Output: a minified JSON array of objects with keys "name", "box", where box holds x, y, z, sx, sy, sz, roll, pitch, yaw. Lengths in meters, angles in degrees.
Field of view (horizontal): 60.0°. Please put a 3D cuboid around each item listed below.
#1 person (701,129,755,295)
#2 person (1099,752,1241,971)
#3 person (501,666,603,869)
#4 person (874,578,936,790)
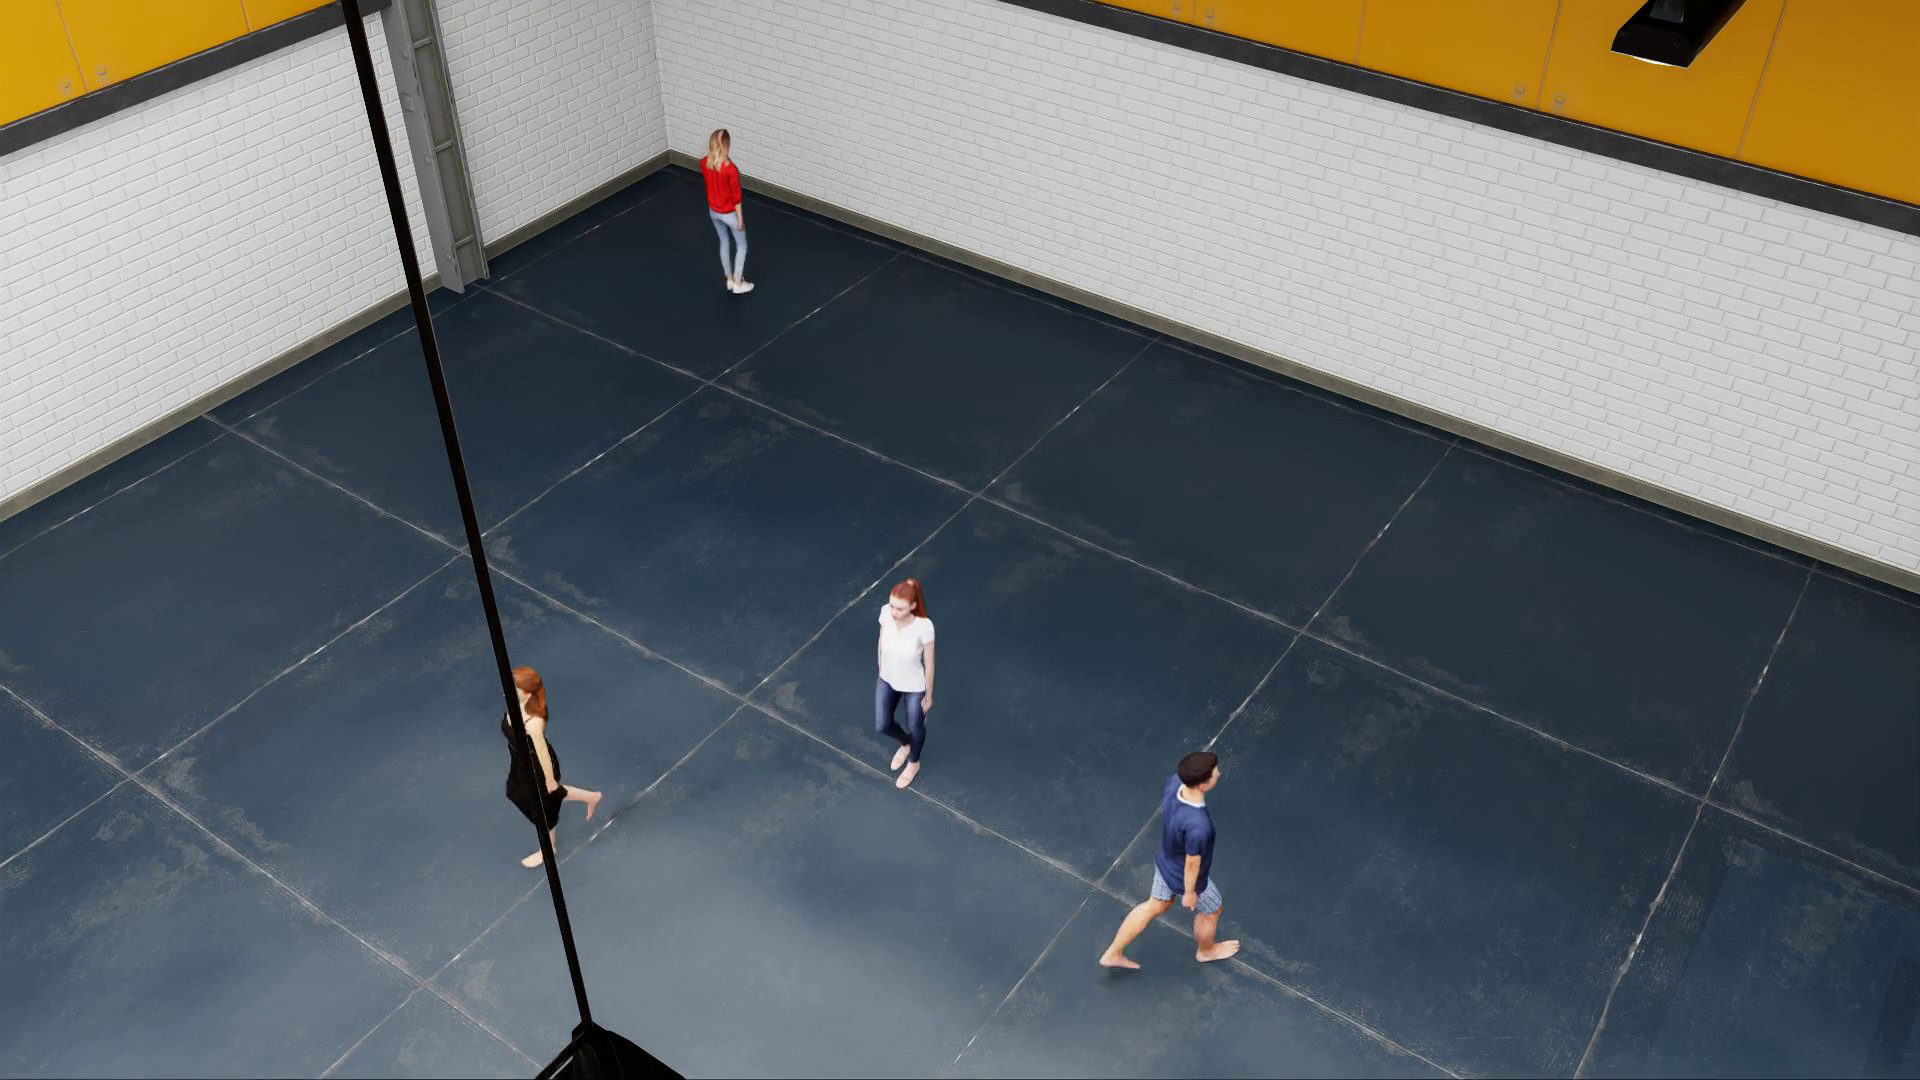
[{"name":"person","box":[-2.299,-3.150,16.090,0.646,1.702,0.607,19,42,22]},{"name":"person","box":[1.218,1.915,9.657,1.202,1.816,1.061,-12,40,-14]},{"name":"person","box":[-2.598,1.384,10.486,0.930,1.612,0.758,-22,44,-25]},{"name":"person","box":[-0.315,0.897,10.999,0.611,1.732,0.628,19,42,22]}]
